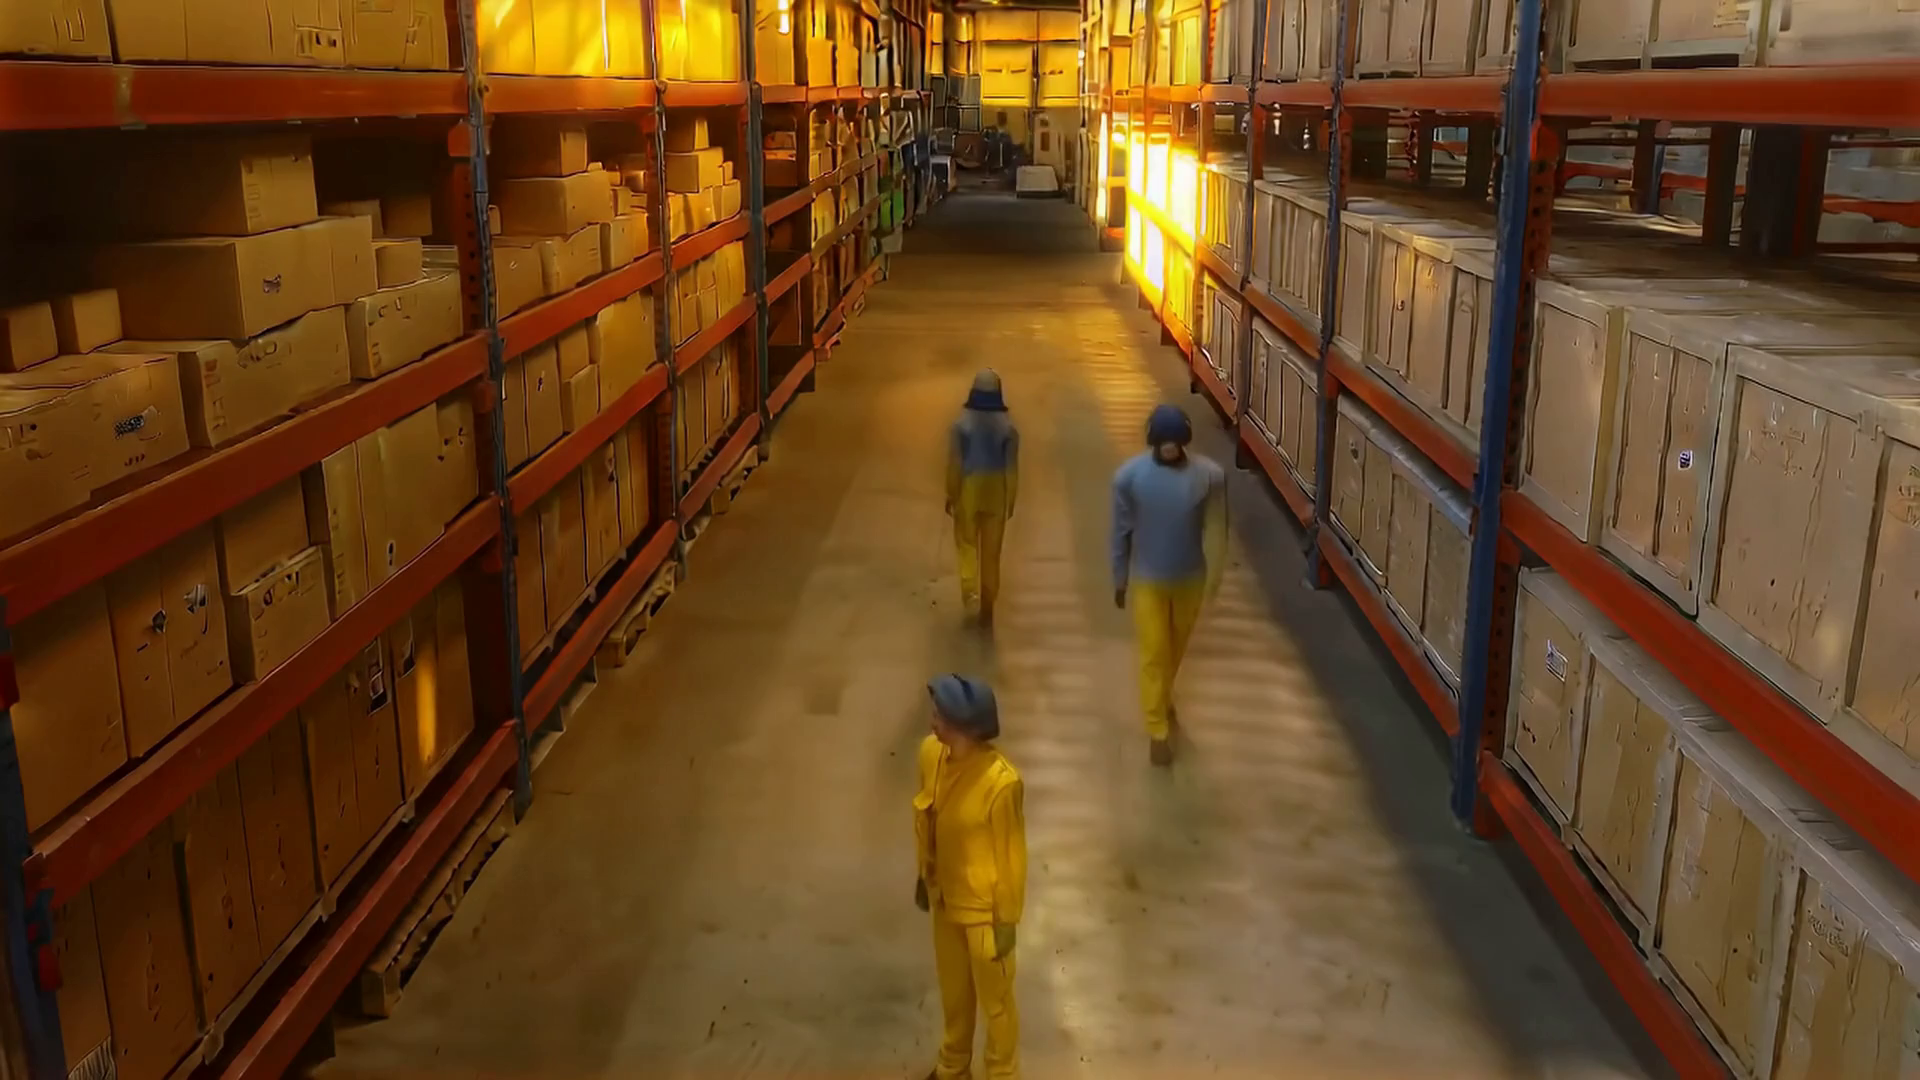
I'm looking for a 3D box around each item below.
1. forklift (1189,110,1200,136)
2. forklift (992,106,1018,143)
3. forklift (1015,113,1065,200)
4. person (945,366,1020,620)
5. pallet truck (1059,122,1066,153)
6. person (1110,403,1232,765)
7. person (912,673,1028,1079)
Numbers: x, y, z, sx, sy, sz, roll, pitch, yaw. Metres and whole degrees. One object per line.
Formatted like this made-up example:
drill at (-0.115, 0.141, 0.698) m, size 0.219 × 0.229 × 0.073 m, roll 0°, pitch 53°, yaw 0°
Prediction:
forklift at (9.227, -15.589, 65.793) m, size 1.873 × 2.768 × 1.129 m, roll 7°, pitch 17°, yaw 26°
forklift at (2.113, -20.391, 83.660) m, size 1.129 × 2.768 × 1.873 m, roll -7°, pitch 17°, yaw -24°
forklift at (2.818, -12.773, 55.314) m, size 1.873 × 2.768 × 1.129 m, roll -14°, pitch 20°, yaw -42°
person at (0.147, -0.281, 11.023) m, size 0.496 × 1.721 × 0.483 m, roll -1°, pitch 15°, yaw -2°
pallet truck at (5.788, -21.111, 88.014) m, size 1.885 × 1.965 × 0.823 m, roll 5°, pitch 16°, yaw 18°
person at (1.125, 0.172, 9.019) m, size 0.644 × 1.901 × 0.979 m, roll 0°, pitch 15°, yaw -1°
person at (0.027, 1.220, 5.610) m, size 0.311 × 1.636 × 0.521 m, roll -11°, pitch 19°, yaw -36°
